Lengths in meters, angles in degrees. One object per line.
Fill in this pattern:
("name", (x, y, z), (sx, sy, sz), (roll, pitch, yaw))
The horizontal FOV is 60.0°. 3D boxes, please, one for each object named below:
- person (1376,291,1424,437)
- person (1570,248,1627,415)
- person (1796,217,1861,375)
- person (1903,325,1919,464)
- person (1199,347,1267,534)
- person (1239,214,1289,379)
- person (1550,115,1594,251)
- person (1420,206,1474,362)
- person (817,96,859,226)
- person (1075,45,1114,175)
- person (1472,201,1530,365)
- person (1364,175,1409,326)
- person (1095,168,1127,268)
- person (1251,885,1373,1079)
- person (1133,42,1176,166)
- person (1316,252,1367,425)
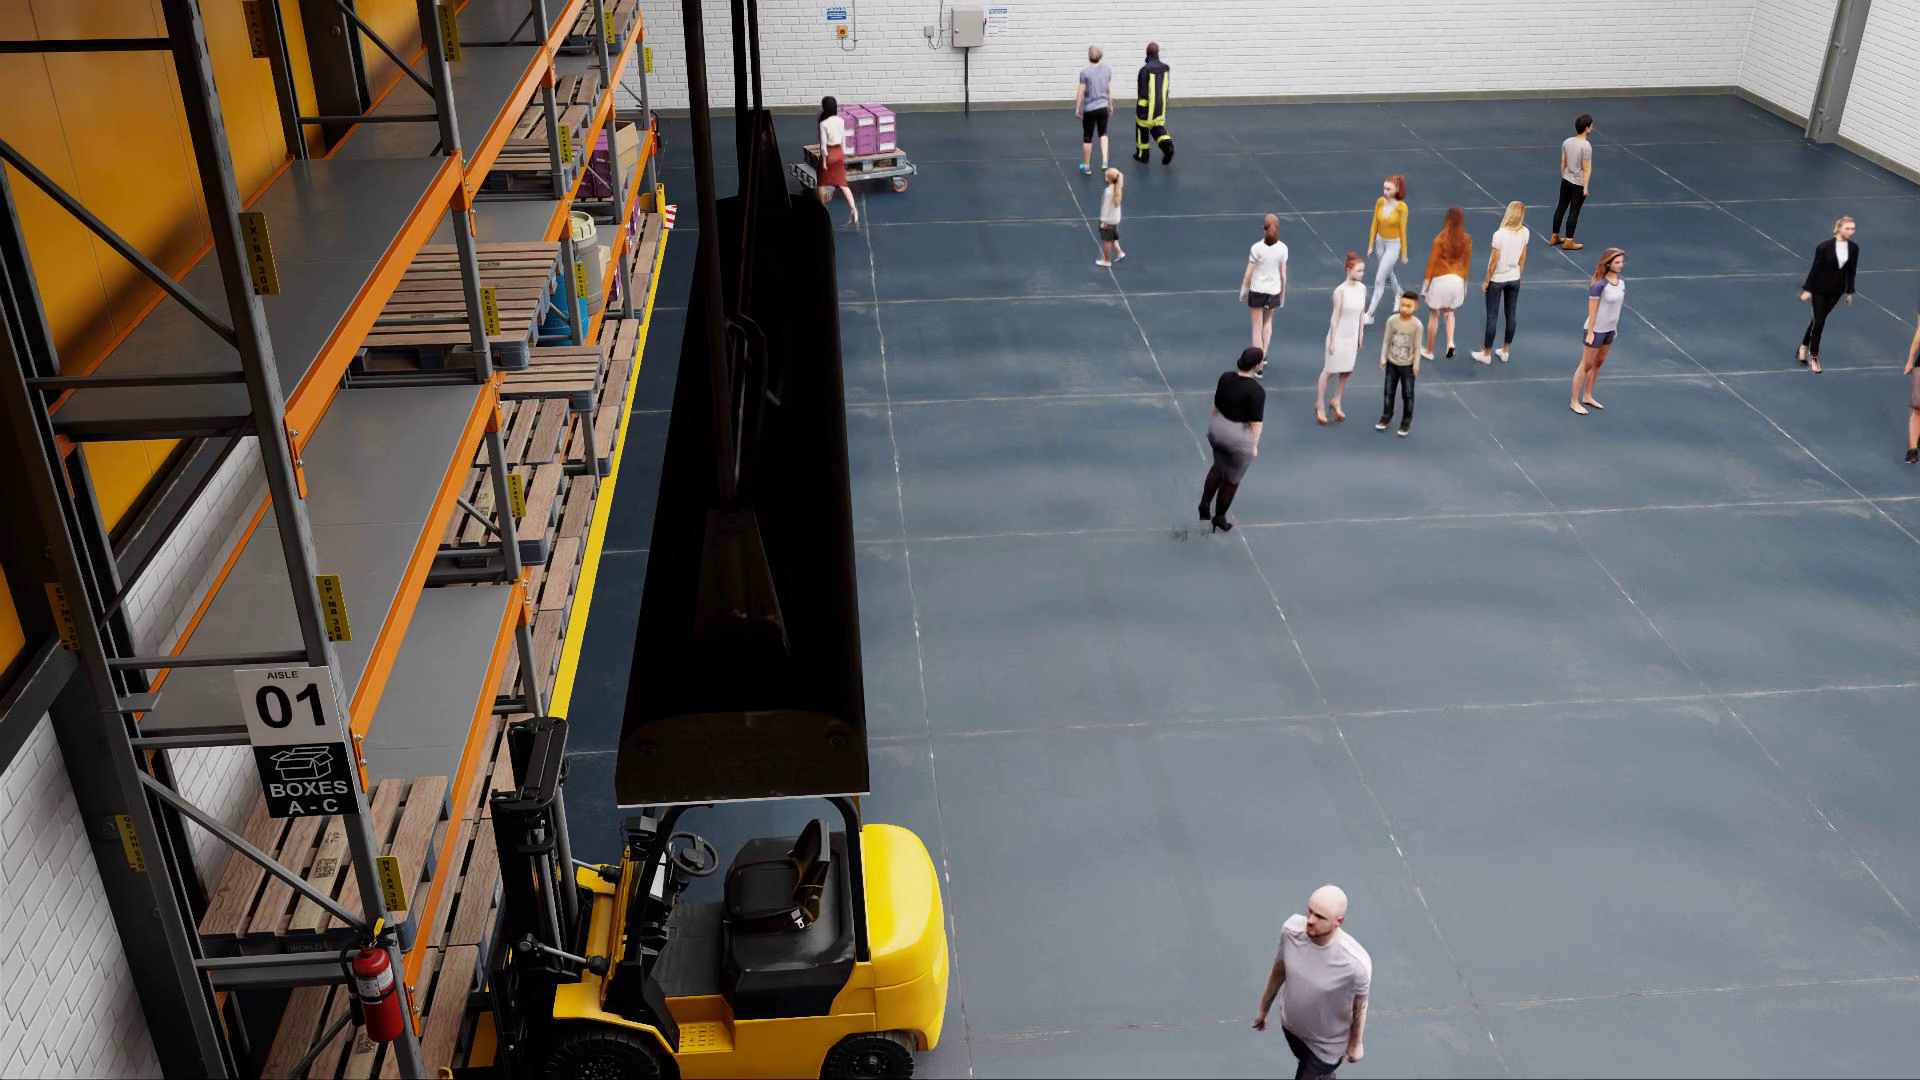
("person", (4.395, -1.772, 16.498), (0.621, 1.458, 0.659), (17, 33, 28))
("person", (6.489, -2.146, 16.895), (0.680, 1.733, 0.696), (-18, 33, -30))
("person", (9.300, -2.684, 17.936), (0.655, 1.683, 0.845), (-1, 29, -3))
("person", (9.389, -1.676, 15.950), (1.083, 1.814, 1.307), (13, 31, 22))
("person", (2.330, -0.844, 14.507), (0.888, 1.735, 0.813), (-22, 36, -34))
("person", (3.248, -2.554, 17.648), (0.617, 1.730, 0.797), (-5, 29, -10))
("person", (7.919, -4.626, 21.453), (0.735, 1.724, 0.589), (-13, 31, -23))
("person", (5.311, -2.732, 17.999), (0.659, 1.704, 0.736), (-4, 29, -8))
("person", (-1.643, -5.005, 22.160), (1.038, 1.712, 1.184), (-23, 36, -36))
("person", (2.006, -6.251, 24.267), (0.789, 1.880, 0.838), (-8, 30, -14))
("person", (5.892, -2.786, 17.991), (0.635, 1.809, 0.559), (-7, 29, -13))
("person", (4.983, -3.356, 19.136), (1.163, 1.712, 1.222), (-24, 37, -37))
("person", (1.935, -4.035, 20.843), (0.723, 1.270, 0.664), (17, 33, 29))
("person", (1.858, 2.452, 8.417), (1.154, 1.781, 1.232), (-20, 35, -33))
("person", (2.914, -6.454, 24.726), (1.037, 1.799, 1.207), (-17, 33, -28))
("person", (3.801, -1.999, 16.571), (0.652, 1.786, 0.651), (-14, 32, -24))
